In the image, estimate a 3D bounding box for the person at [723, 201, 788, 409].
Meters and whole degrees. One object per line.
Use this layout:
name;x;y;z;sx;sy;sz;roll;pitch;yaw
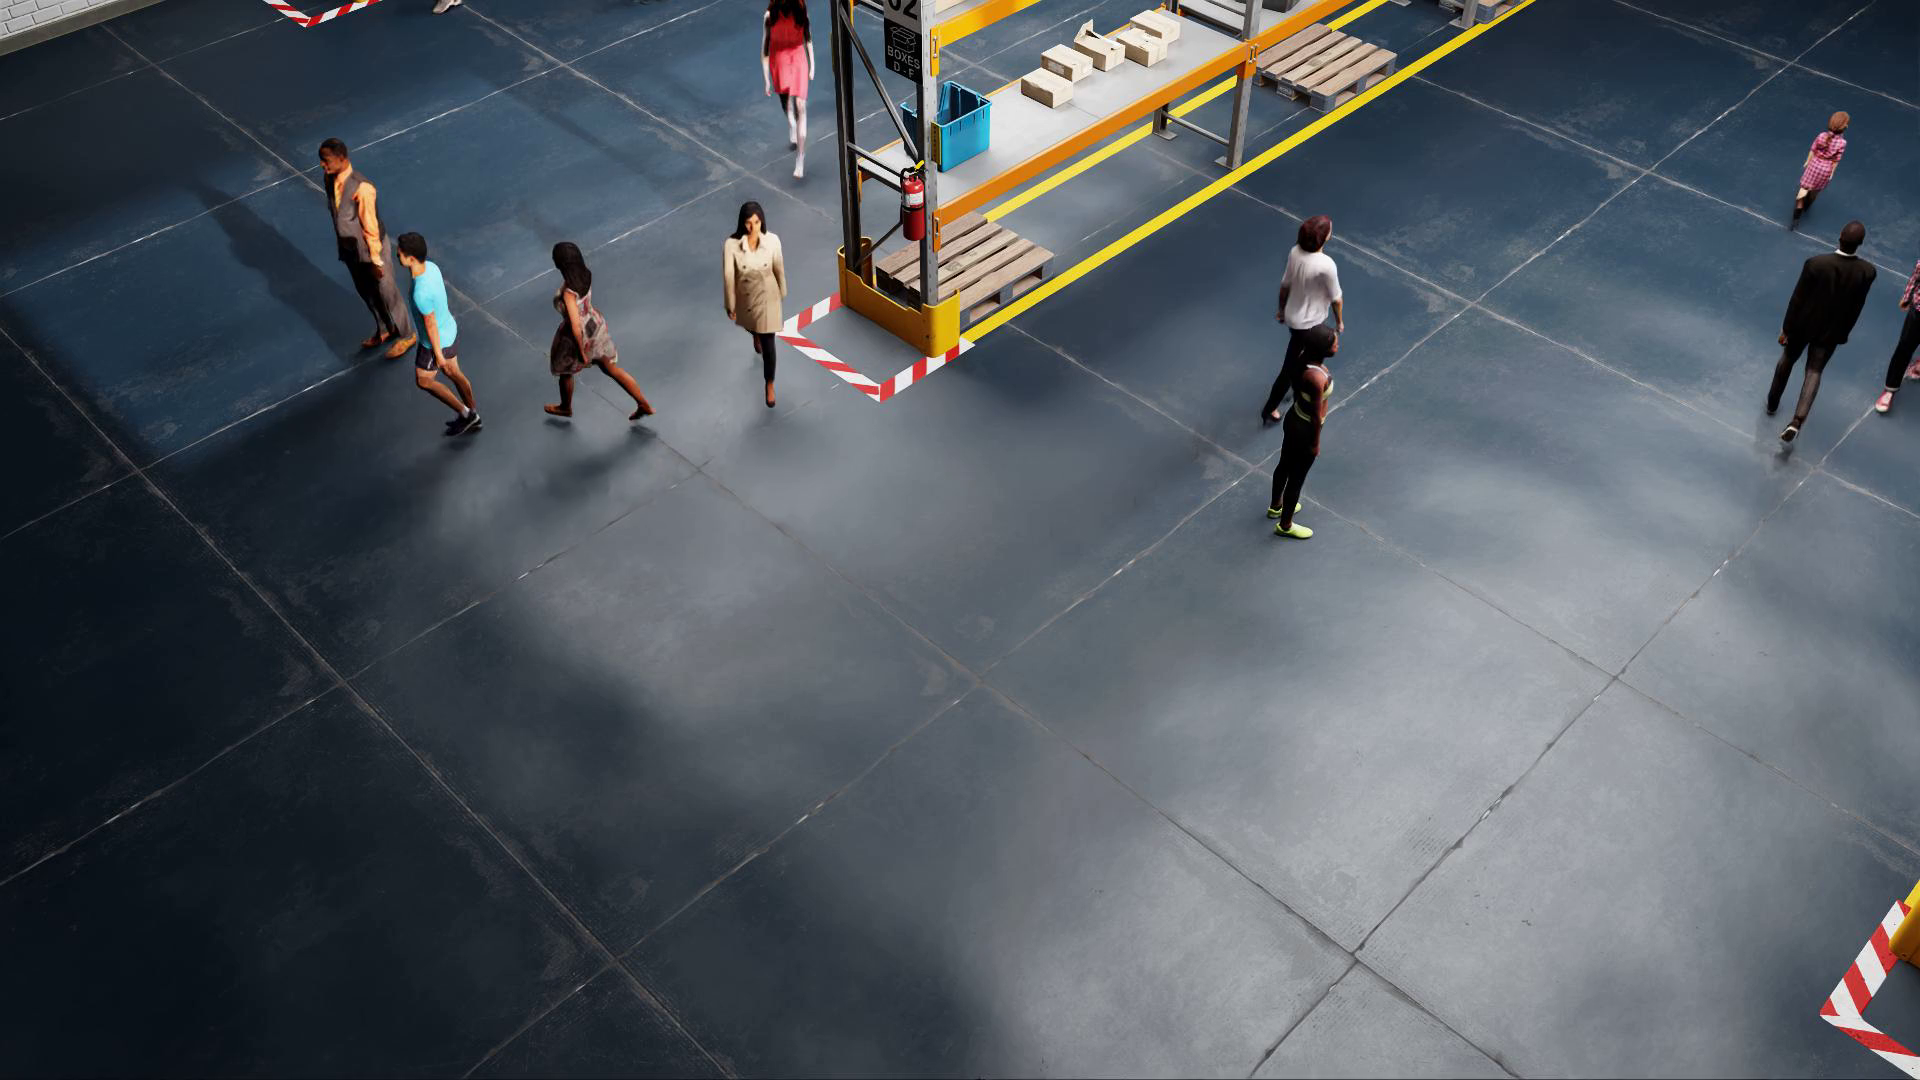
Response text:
person;-1.585;-1.896;12.816;1.089;1.644;1.110;-3;44;-3

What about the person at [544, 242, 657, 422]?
person;-2.726;-1.504;12.434;1.088;1.604;1.158;9;44;9

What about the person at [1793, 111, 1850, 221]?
person;7.630;-3.309;14.759;0.487;1.010;0.724;27;50;26

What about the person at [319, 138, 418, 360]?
person;-4.640;-2.306;13.054;0.733;1.909;0.654;27;50;25

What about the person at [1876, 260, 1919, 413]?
person;7.462;-1.810;12.654;0.807;1.744;1.017;26;49;25

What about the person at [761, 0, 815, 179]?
person;-1.562;-4.312;15.254;1.087;1.779;1.154;0;44;0

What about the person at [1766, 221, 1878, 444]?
person;6.341;-1.514;12.319;0.917;1.776;1.160;16;46;16

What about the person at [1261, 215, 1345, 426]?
person;2.479;-1.573;12.389;0.979;1.767;0.721;-25;49;-24

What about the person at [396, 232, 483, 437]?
person;-3.775;-1.505;12.322;0.791;1.760;0.741;-3;44;-3

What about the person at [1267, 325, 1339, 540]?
person;2.366;-0.764;11.547;0.679;1.755;0.643;-6;44;-6
